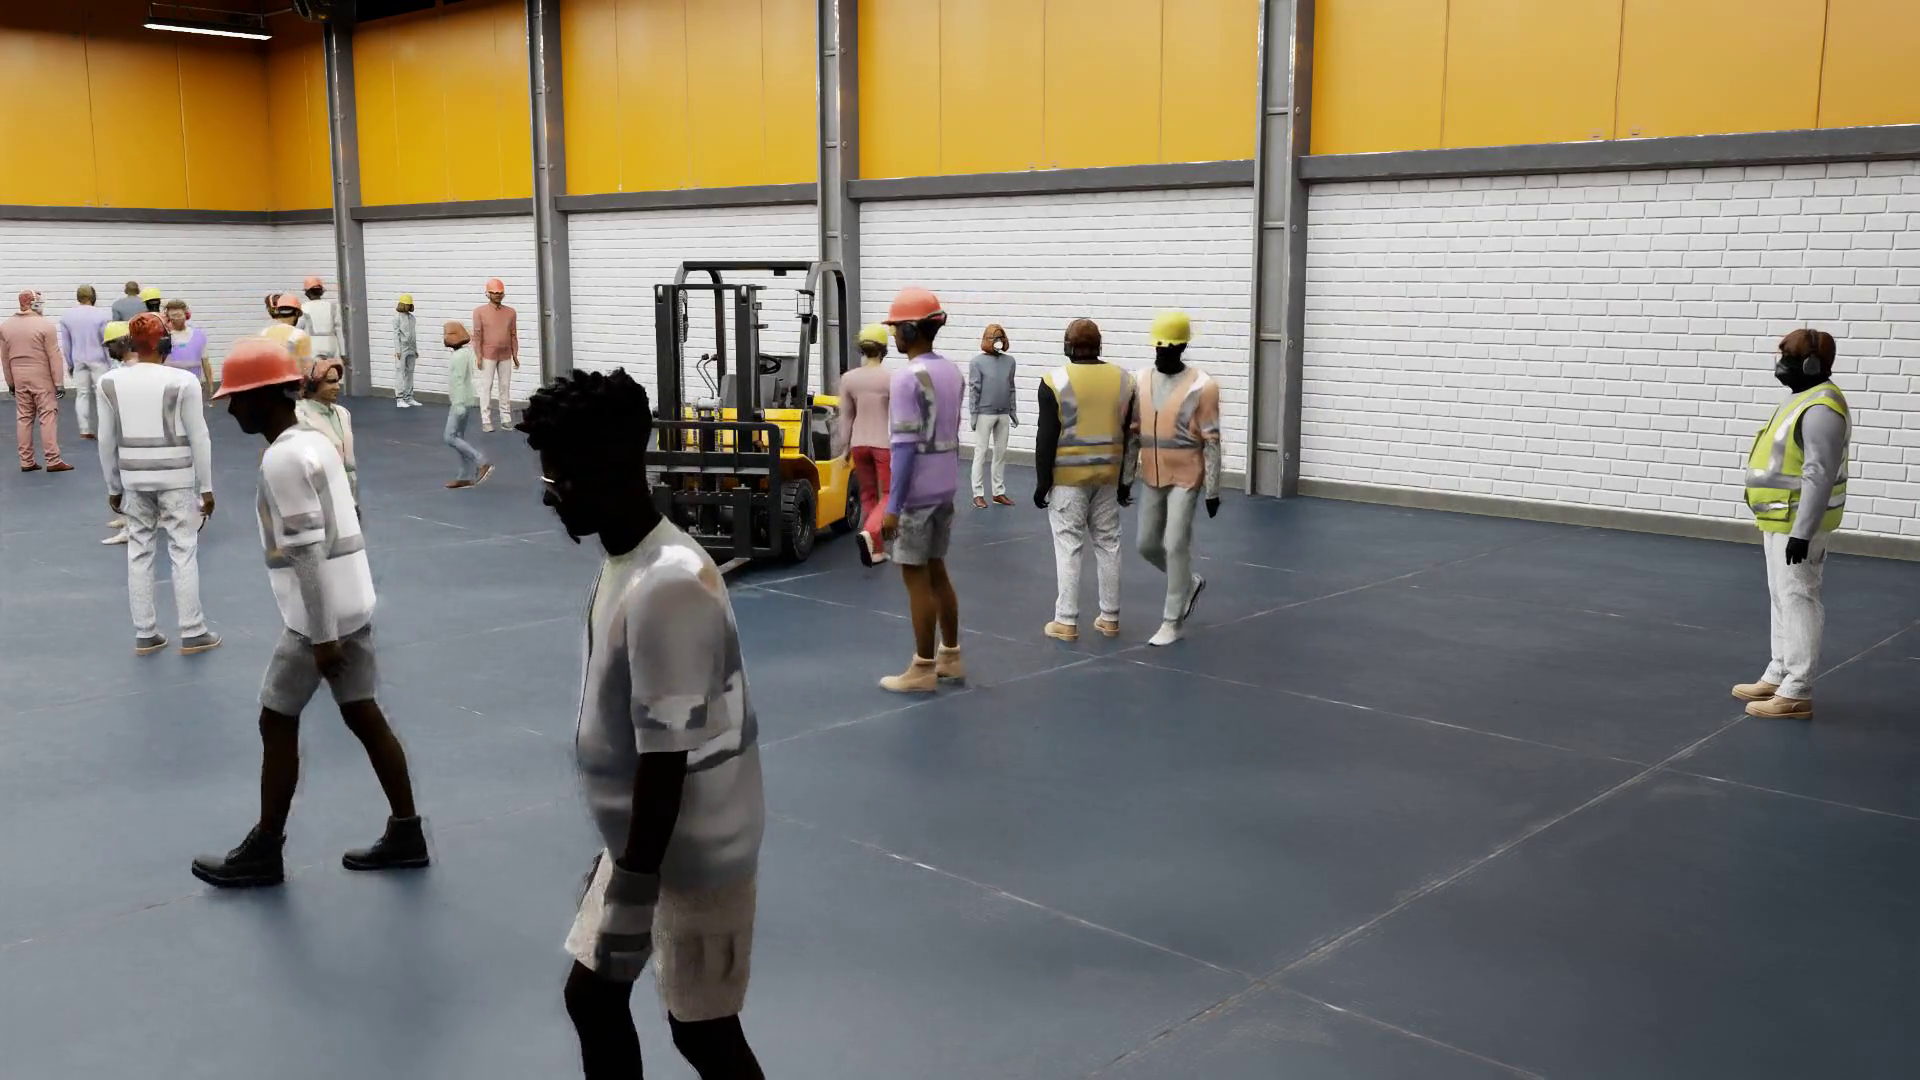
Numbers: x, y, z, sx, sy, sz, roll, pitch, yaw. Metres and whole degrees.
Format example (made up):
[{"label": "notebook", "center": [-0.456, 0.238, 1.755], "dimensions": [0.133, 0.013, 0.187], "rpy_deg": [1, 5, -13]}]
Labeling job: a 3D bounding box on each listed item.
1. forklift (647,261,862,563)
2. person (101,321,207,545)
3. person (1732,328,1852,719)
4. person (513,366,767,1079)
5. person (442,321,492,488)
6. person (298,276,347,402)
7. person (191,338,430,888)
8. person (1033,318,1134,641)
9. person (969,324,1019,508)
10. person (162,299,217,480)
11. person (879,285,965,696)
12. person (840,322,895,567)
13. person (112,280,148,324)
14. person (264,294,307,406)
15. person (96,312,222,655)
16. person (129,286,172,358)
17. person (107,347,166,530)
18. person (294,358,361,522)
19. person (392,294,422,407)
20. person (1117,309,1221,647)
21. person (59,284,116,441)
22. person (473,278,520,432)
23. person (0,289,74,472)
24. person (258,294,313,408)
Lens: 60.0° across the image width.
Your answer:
[{"label": "forklift", "center": [-1.552, -1.040, 12.721], "dimensions": [1.214, 2.155, 2.313], "rpy_deg": [2, 9, 11]}, {"label": "person", "center": [-6.299, -0.835, 12.892], "dimensions": [0.696, 1.718, 0.559], "rpy_deg": [-6, 11, -32]}, {"label": "person", "center": [3.948, -0.077, 7.894], "dimensions": [0.429, 1.845, 0.625], "rpy_deg": [3, 10, 16]}, {"label": "person", "center": [-0.624, 0.611, 3.402], "dimensions": [0.512, 1.939, 0.627], "rpy_deg": [-4, 10, -24]}, {"label": "person", "center": [-4.805, -1.292, 16.015], "dimensions": [0.390, 1.618, 0.515], "rpy_deg": [-3, 10, -16]}, {"label": "person", "center": [-8.760, -2.573, 22.657], "dimensions": [0.651, 2.014, 0.802], "rpy_deg": [-7, 12, -38]}, {"label": "person", "center": [-2.286, 0.258, 5.732], "dimensions": [0.850, 1.881, 0.566], "rpy_deg": [-1, 9, -5]}, {"label": "person", "center": [0.704, -0.344, 9.539], "dimensions": [0.633, 1.839, 0.429], "rpy_deg": [-4, 10, -22]}, {"label": "person", "center": [0.300, -1.107, 14.846], "dimensions": [0.508, 1.632, 0.265], "rpy_deg": [-6, 11, -34]}, {"label": "person", "center": [-7.782, -1.498, 16.642], "dimensions": [0.447, 1.822, 0.586], "rpy_deg": [9, 13, 44]}, {"label": "person", "center": [-0.212, -0.241, 8.288], "dimensions": [0.388, 2.041, 0.615], "rpy_deg": [4, 10, 24]}, {"label": "person", "center": [-0.615, -0.659, 11.723], "dimensions": [0.535, 1.750, 0.643], "rpy_deg": [4, 10, 23]}, {"label": "person", "center": [-13.418, -3.246, 27.065], "dimensions": [0.648, 1.935, 0.428], "rpy_deg": [-6, 11, -33]}, {"label": "person", "center": [-7.769, -1.952, 19.444], "dimensions": [0.808, 1.832, 0.559], "rpy_deg": [4, 10, 24]}, {"label": "person", "center": [-4.401, -0.303, 9.146], "dimensions": [0.584, 1.882, 0.337], "rpy_deg": [0, 9, 0]}, {"label": "person", "center": [-9.540, -2.063, 19.869], "dimensions": [0.624, 1.905, 0.604], "rpy_deg": [-2, 10, -15]}, {"label": "person", "center": [-6.701, -0.889, 13.480], "dimensions": [0.608, 1.664, 0.557], "rpy_deg": [-2, 9, -11]}, {"label": "person", "center": [-3.478, -0.175, 9.121], "dimensions": [0.306, 1.637, 0.522], "rpy_deg": [2, 9, 13]}, {"label": "person", "center": [-8.518, -2.917, 25.622], "dimensions": [0.313, 1.739, 0.484], "rpy_deg": [3, 10, 20]}, {"label": "person", "center": [1.248, -0.359, 9.448], "dimensions": [0.603, 1.901, 0.668], "rpy_deg": [9, 13, 44]}, {"label": "person", "center": [-10.702, -2.178, 20.479], "dimensions": [0.636, 1.938, 0.355], "rpy_deg": [0, 9, 0]}, {"label": "person", "center": [-6.050, -2.413, 21.747], "dimensions": [0.612, 1.996, 0.389], "rpy_deg": [-8, 12, -39]}, {"label": "person", "center": [-9.657, -1.659, 17.405], "dimensions": [0.652, 1.904, 0.402], "rpy_deg": [1, 9, 8]}, {"label": "person", "center": [-6.582, -1.467, 16.333], "dimensions": [0.559, 1.861, 0.980], "rpy_deg": [3, 10, 20]}]
